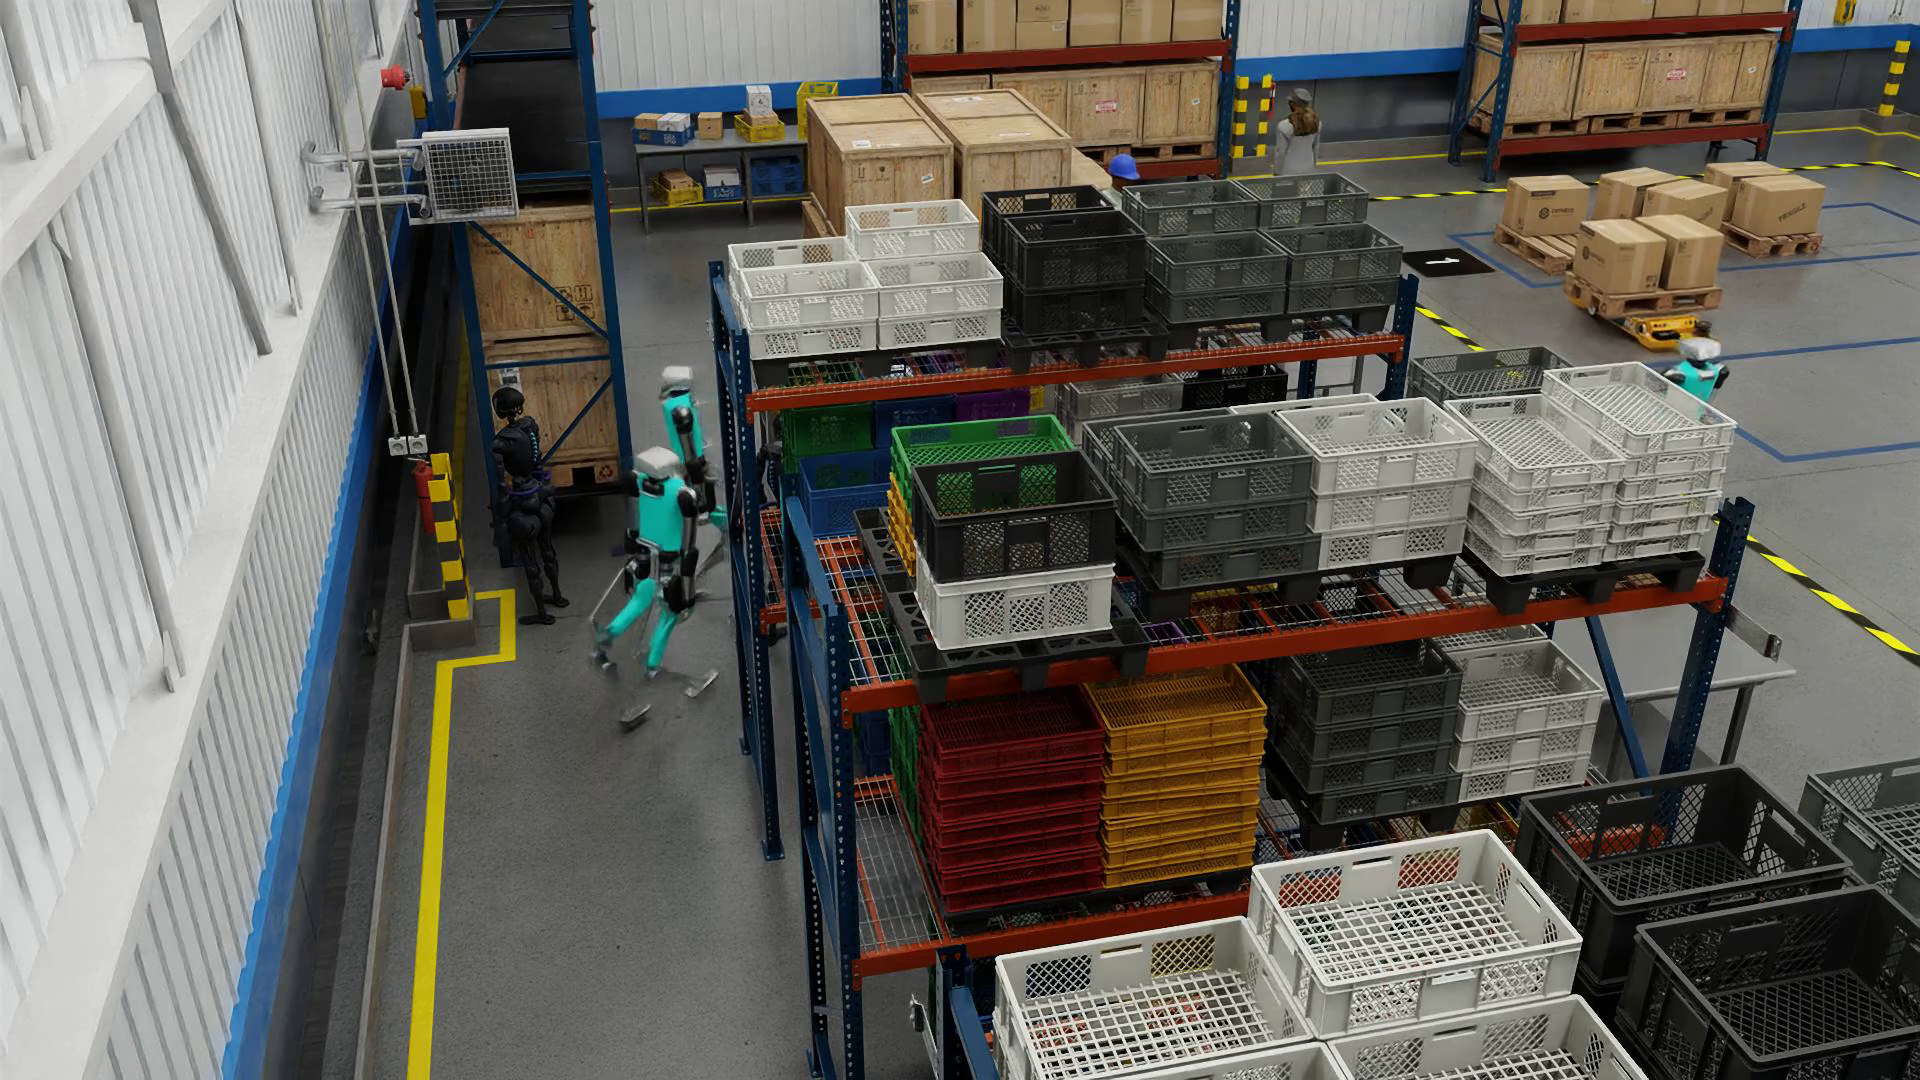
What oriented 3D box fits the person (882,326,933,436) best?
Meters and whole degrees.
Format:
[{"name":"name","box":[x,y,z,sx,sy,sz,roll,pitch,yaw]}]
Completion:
[{"name":"person","box":[-0.412,-0.650,11.556,0.572,1.876,0.339,19,33,32]}]

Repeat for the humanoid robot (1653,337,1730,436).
[{"name":"humanoid robot","box":[4.833,-0.655,11.732,0.558,1.790,0.803,-11,30,-20]}]

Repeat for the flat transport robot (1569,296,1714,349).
[{"name":"flat transport robot","box":[6.641,-2.229,16.246,0.652,0.197,1.431,-6,28,-12]}]

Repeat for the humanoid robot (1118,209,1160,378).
[{"name":"humanoid robot","box":[1.500,-2.123,14.586,0.599,1.637,0.710,1,28,3]}]

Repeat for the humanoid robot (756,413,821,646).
[{"name":"humanoid robot","box":[-1.099,-0.049,10.624,0.610,1.650,0.308,19,33,32]}]

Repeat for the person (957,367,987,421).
[{"name":"person","box":[0.079,-0.415,11.166,0.409,1.820,0.628,20,34,33]}]

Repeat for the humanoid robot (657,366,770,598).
[{"name":"humanoid robot","box":[-1.550,-0.359,11.174,0.912,1.757,0.535,-9,29,-16]}]

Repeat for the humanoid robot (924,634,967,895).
[{"name":"humanoid robot","box":[-0.022,1.156,8.347,0.367,1.647,0.612,-5,28,-9]}]

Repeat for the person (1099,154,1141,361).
[{"name":"person","box":[1.414,-2.544,15.087,0.612,1.939,0.413,-22,35,-35]}]

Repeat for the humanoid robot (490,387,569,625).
[{"name":"humanoid robot","box":[-2.865,-0.228,10.952,0.315,1.657,0.599,8,29,14]}]

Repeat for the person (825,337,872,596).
[{"name":"person","box":[-0.744,-0.506,11.117,0.387,2.034,0.605,-7,29,-13]}]

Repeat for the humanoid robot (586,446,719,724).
[{"name":"humanoid robot","box":[-1.856,0.340,9.832,0.560,1.751,0.986,17,32,29]}]

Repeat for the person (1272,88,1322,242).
[{"name":"person","box":[3.627,-3.998,18.020,0.574,1.768,0.400,-13,30,-23]}]

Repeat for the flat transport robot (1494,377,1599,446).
[{"name":"flat transport robot","box":[4.780,-1.036,14.013,0.659,0.231,1.431,-6,28,-12]}]

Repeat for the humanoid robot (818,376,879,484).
[{"name":"humanoid robot","box":[-0.887,-0.548,11.522,0.740,1.809,0.541,8,29,14]}]
